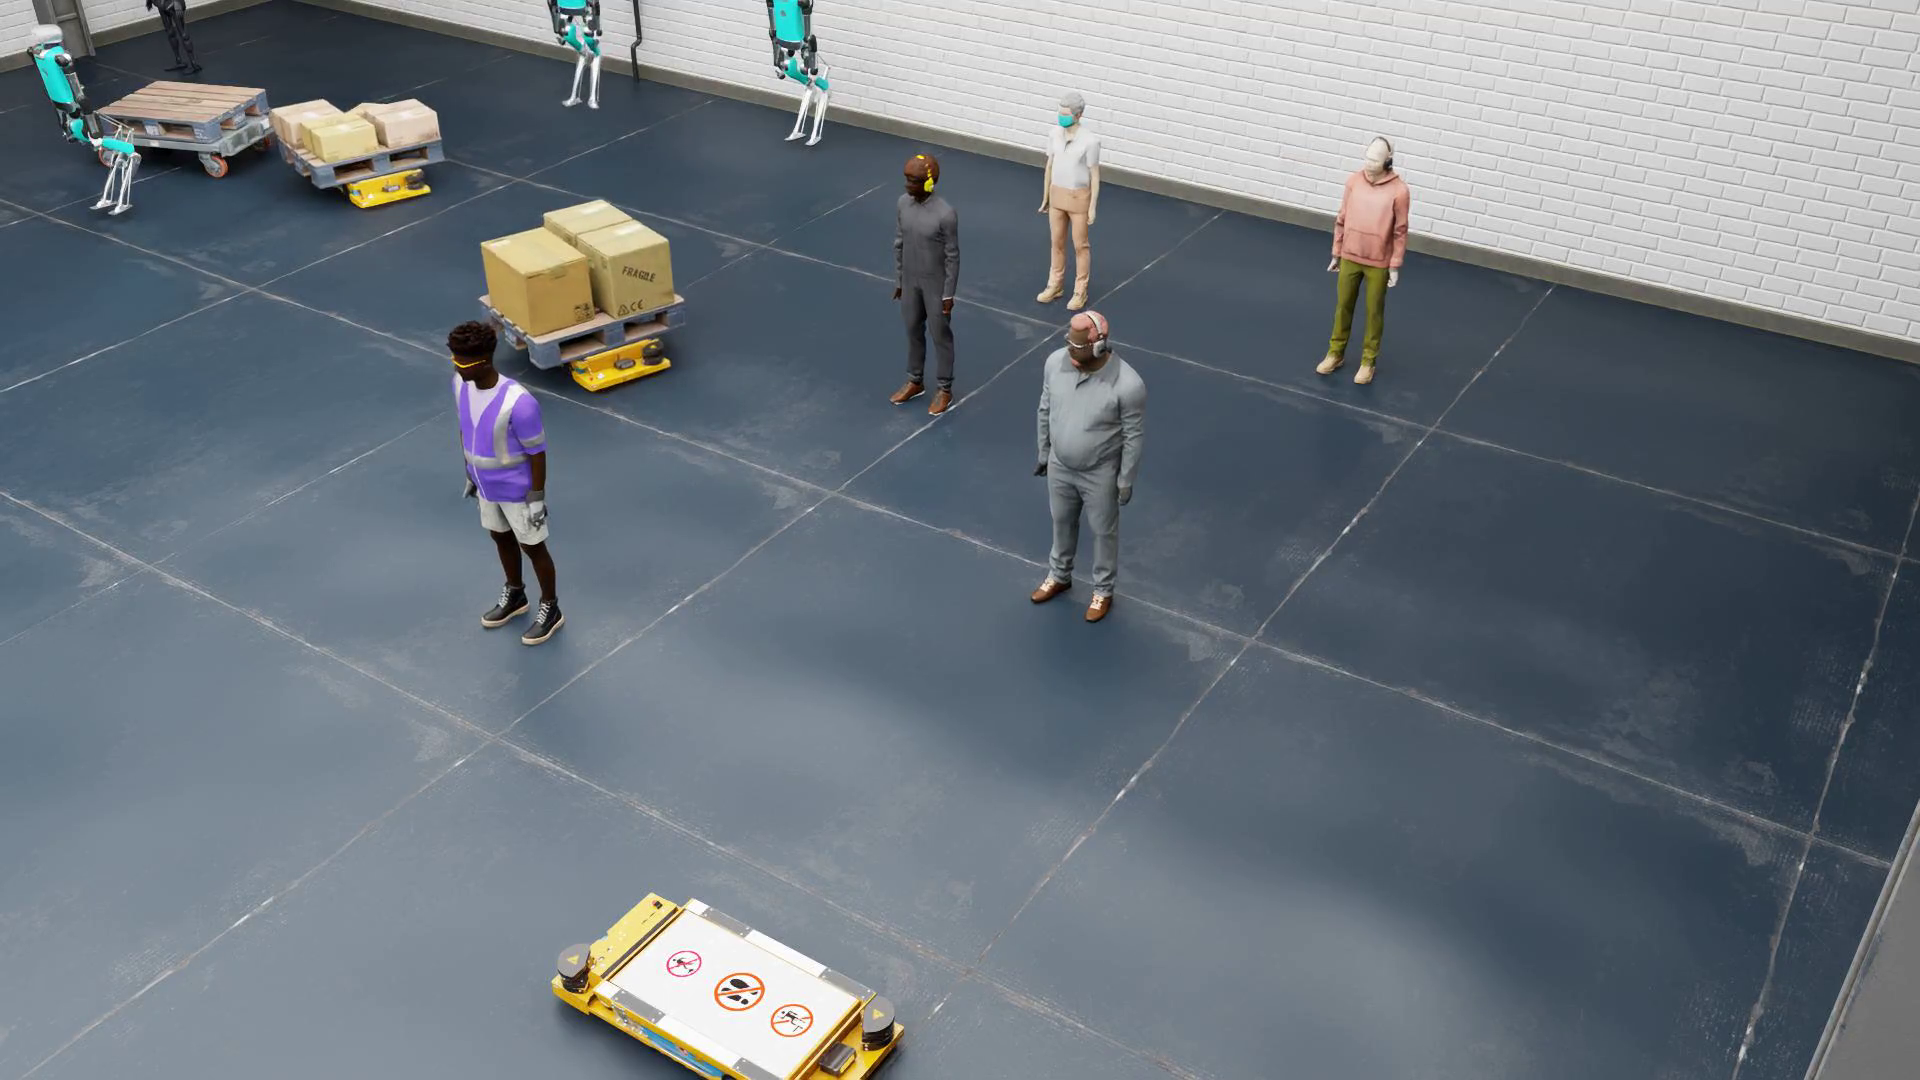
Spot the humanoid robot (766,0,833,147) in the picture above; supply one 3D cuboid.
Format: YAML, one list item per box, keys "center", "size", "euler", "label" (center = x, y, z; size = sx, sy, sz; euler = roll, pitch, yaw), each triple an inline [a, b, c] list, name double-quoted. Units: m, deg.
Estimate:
- center: [-1.474, -4.677, 16.053]
  size: [0.533, 1.677, 0.735]
  euler: [19, 37, 27]
  label: "humanoid robot"

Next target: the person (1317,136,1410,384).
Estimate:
- center: [2.924, -2.014, 11.940]
  size: [0.525, 1.835, 0.356]
  euler: [21, 38, 29]
  label: "person"

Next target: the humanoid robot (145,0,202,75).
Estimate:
- center: [-8.704, -5.959, 18.215]
  size: [0.599, 1.655, 0.315]
  euler: [19, 37, 27]
  label: "humanoid robot"

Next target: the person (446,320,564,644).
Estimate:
- center: [-2.517, -0.318, 9.184]
  size: [0.608, 1.962, 0.366]
  euler: [21, 38, 29]
  label: "person"

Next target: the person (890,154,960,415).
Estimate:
- center: [-0.237, -1.770, 11.527]
  size: [0.494, 1.872, 0.347]
  euler: [21, 38, 29]
  label: "person"

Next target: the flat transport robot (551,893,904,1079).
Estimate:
- center: [-1.012, 1.990, 7.159]
  size: [1.431, 0.231, 0.659]
  euler: [19, 37, 27]
  label: "flat transport robot"

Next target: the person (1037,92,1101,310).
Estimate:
- center: [0.863, -2.657, 13.024]
  size: [0.481, 1.744, 0.312]
  euler: [21, 38, 29]
  label: "person"

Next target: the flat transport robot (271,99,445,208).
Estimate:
- center: [-5.592, -3.471, 15.657]
  size: [0.659, 0.231, 1.431]
  euler: [-23, 39, -31]
  label: "flat transport robot"

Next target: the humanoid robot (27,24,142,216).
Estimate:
- center: [-7.540, -3.698, 14.530]
  size: [0.533, 1.677, 0.735]
  euler: [19, 37, 27]
  label: "humanoid robot"

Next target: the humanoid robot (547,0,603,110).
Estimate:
- center: [-3.924, -5.321, 17.170]
  size: [0.601, 1.746, 0.795]
  euler: [3, 33, 5]
  label: "humanoid robot"

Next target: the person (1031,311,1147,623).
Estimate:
- center: [0.697, -0.411, 9.385]
  size: [0.644, 1.904, 0.403]
  euler: [21, 38, 29]
  label: "person"

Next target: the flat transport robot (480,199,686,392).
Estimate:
- center: [-2.848, -1.542, 12.656]
  size: [0.659, 0.231, 1.431]
  euler: [-23, 39, -31]
  label: "flat transport robot"
